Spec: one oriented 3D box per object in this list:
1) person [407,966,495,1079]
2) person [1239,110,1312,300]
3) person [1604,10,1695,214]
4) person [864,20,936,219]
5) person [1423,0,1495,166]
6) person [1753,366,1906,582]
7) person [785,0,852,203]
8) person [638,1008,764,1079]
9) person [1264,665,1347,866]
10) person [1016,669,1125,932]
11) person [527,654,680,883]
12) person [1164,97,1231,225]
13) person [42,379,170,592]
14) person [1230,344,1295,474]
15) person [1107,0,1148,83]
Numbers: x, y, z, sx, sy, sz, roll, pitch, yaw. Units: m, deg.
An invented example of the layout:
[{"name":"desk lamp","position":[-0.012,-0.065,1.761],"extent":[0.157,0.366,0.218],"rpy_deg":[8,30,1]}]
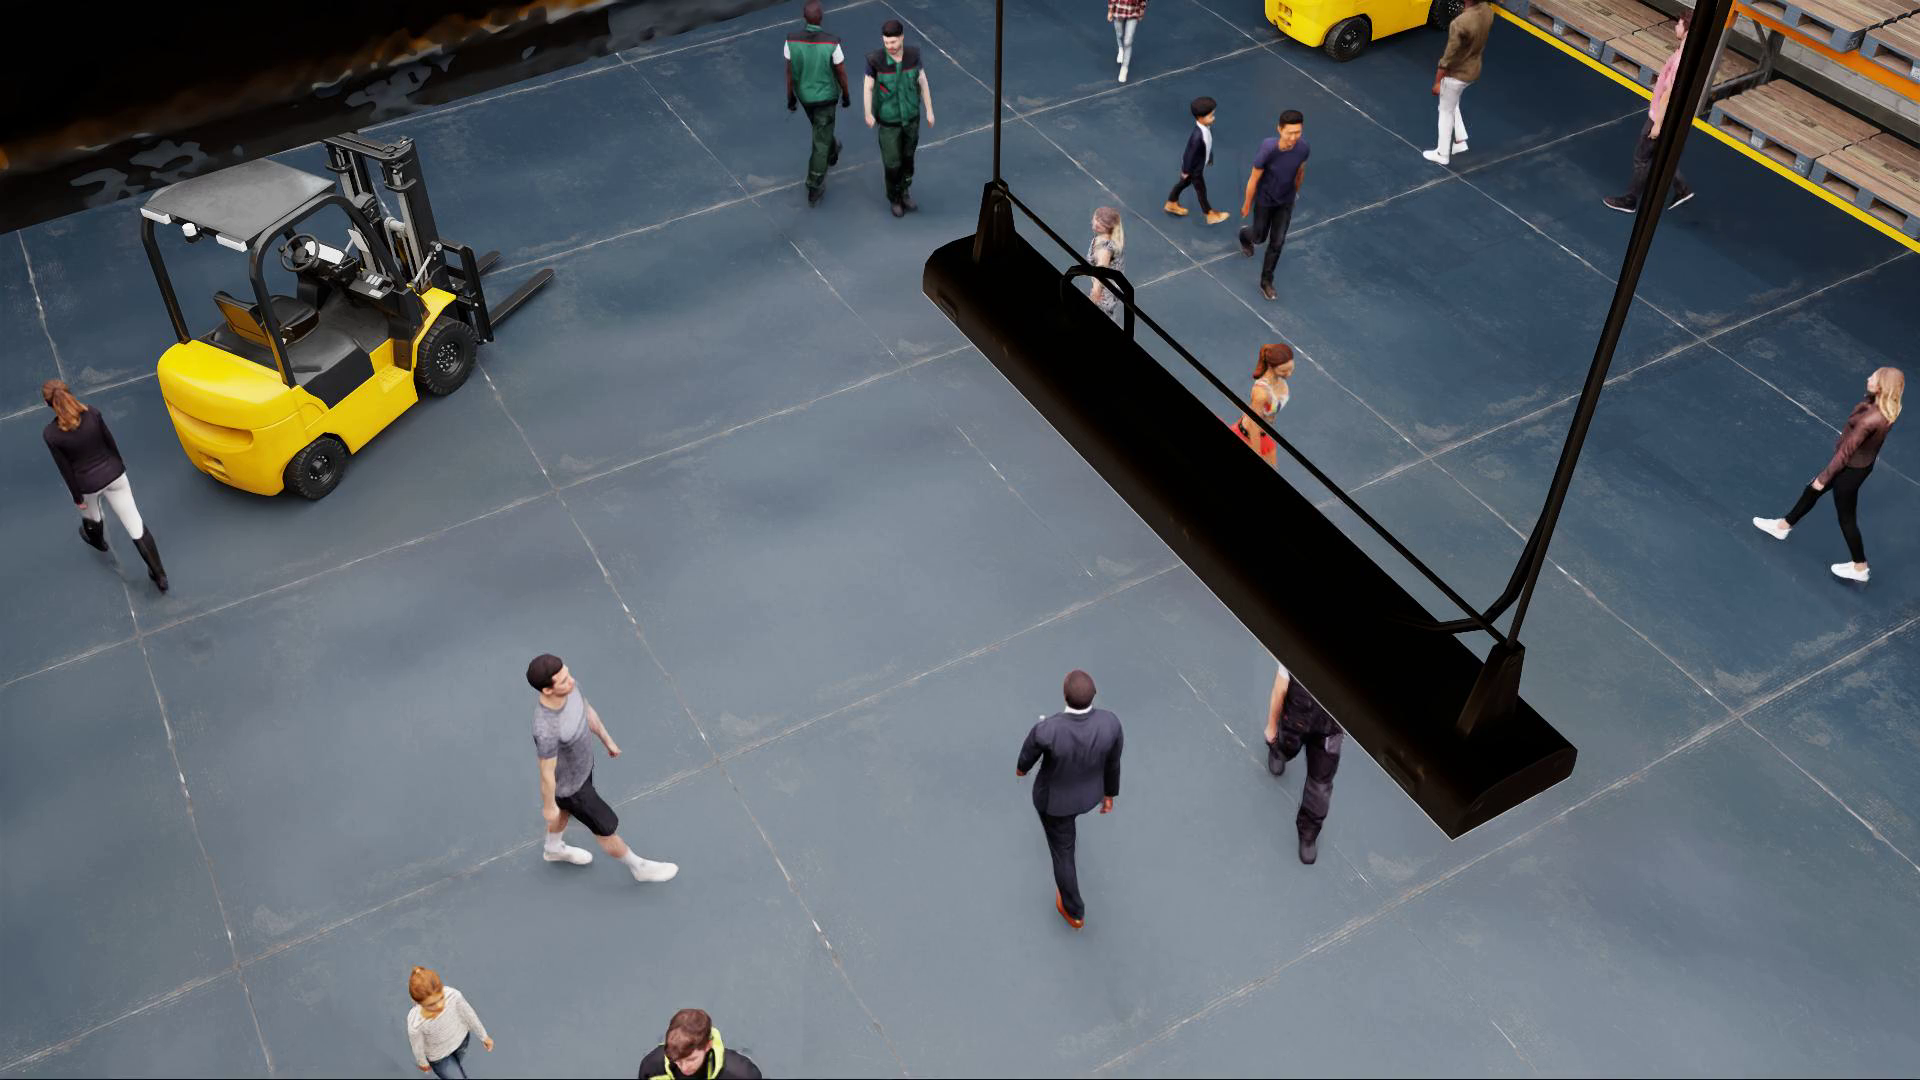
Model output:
[{"name":"person","position":[-2.669,2.545,8.521],"extent":[0.782,1.300,0.643],"rpy_deg":[25,49,24]},{"name":"person","position":[2.603,-2.894,13.905],"extent":[0.857,1.748,1.081],"rpy_deg":[-8,44,-8]},{"name":"person","position":[6.285,-3.698,14.607],"extent":[1.053,1.944,0.861],"rpy_deg":[28,50,26]},{"name":"person","position":[-0.593,-3.797,14.754],"extent":[0.729,1.884,0.669],"rpy_deg":[-21,48,-21]},{"name":"person","position":[4.657,-4.254,15.285],"extent":[0.810,1.814,0.765],"rpy_deg":[-33,52,-30]},{"name":"person","position":[6.156,-0.418,11.367],"extent":[0.811,1.664,1.159],"rpy_deg":[-34,53,-30]},{"name":"person","position":[-1.288,-3.906,14.942],"extent":[1.198,1.784,1.254],"rpy_deg":[11,45,11]},{"name":"person","position":[-1.119,2.730,7.855],"extent":[1.185,1.951,1.321],"rpy_deg":[4,44,4]},{"name":"person","position":[2.050,0.982,9.789],"extent":[1.082,1.814,1.266],"rpy_deg":[2,44,2]},{"name":"person","position":[0.625,1.478,9.295],"extent":[0.885,1.777,1.273],"rpy_deg":[-11,45,-11]},{"name":"person","position":[-2.301,1.302,9.433],"extent":[1.139,1.842,1.164],"rpy_deg":[3,44,3]},{"name":"person","position":[2.039,-3.390,14.823],"extent":[0.907,1.200,0.816],"rpy_deg":[14,45,15]},{"name":"person","position":[-5.766,-0.322,11.254],"extent":[1.192,1.681,0.840],"rpy_deg":[31,51,28]},{"name":"person","position":[1.972,-0.741,11.643],"extent":[1.074,1.751,0.843],"rpy_deg":[22,48,22]},{"name":"person","position":[1.687,-5.382,16.859],"extent":[0.883,1.277,0.938],"rpy_deg":[10,45,11]}]
